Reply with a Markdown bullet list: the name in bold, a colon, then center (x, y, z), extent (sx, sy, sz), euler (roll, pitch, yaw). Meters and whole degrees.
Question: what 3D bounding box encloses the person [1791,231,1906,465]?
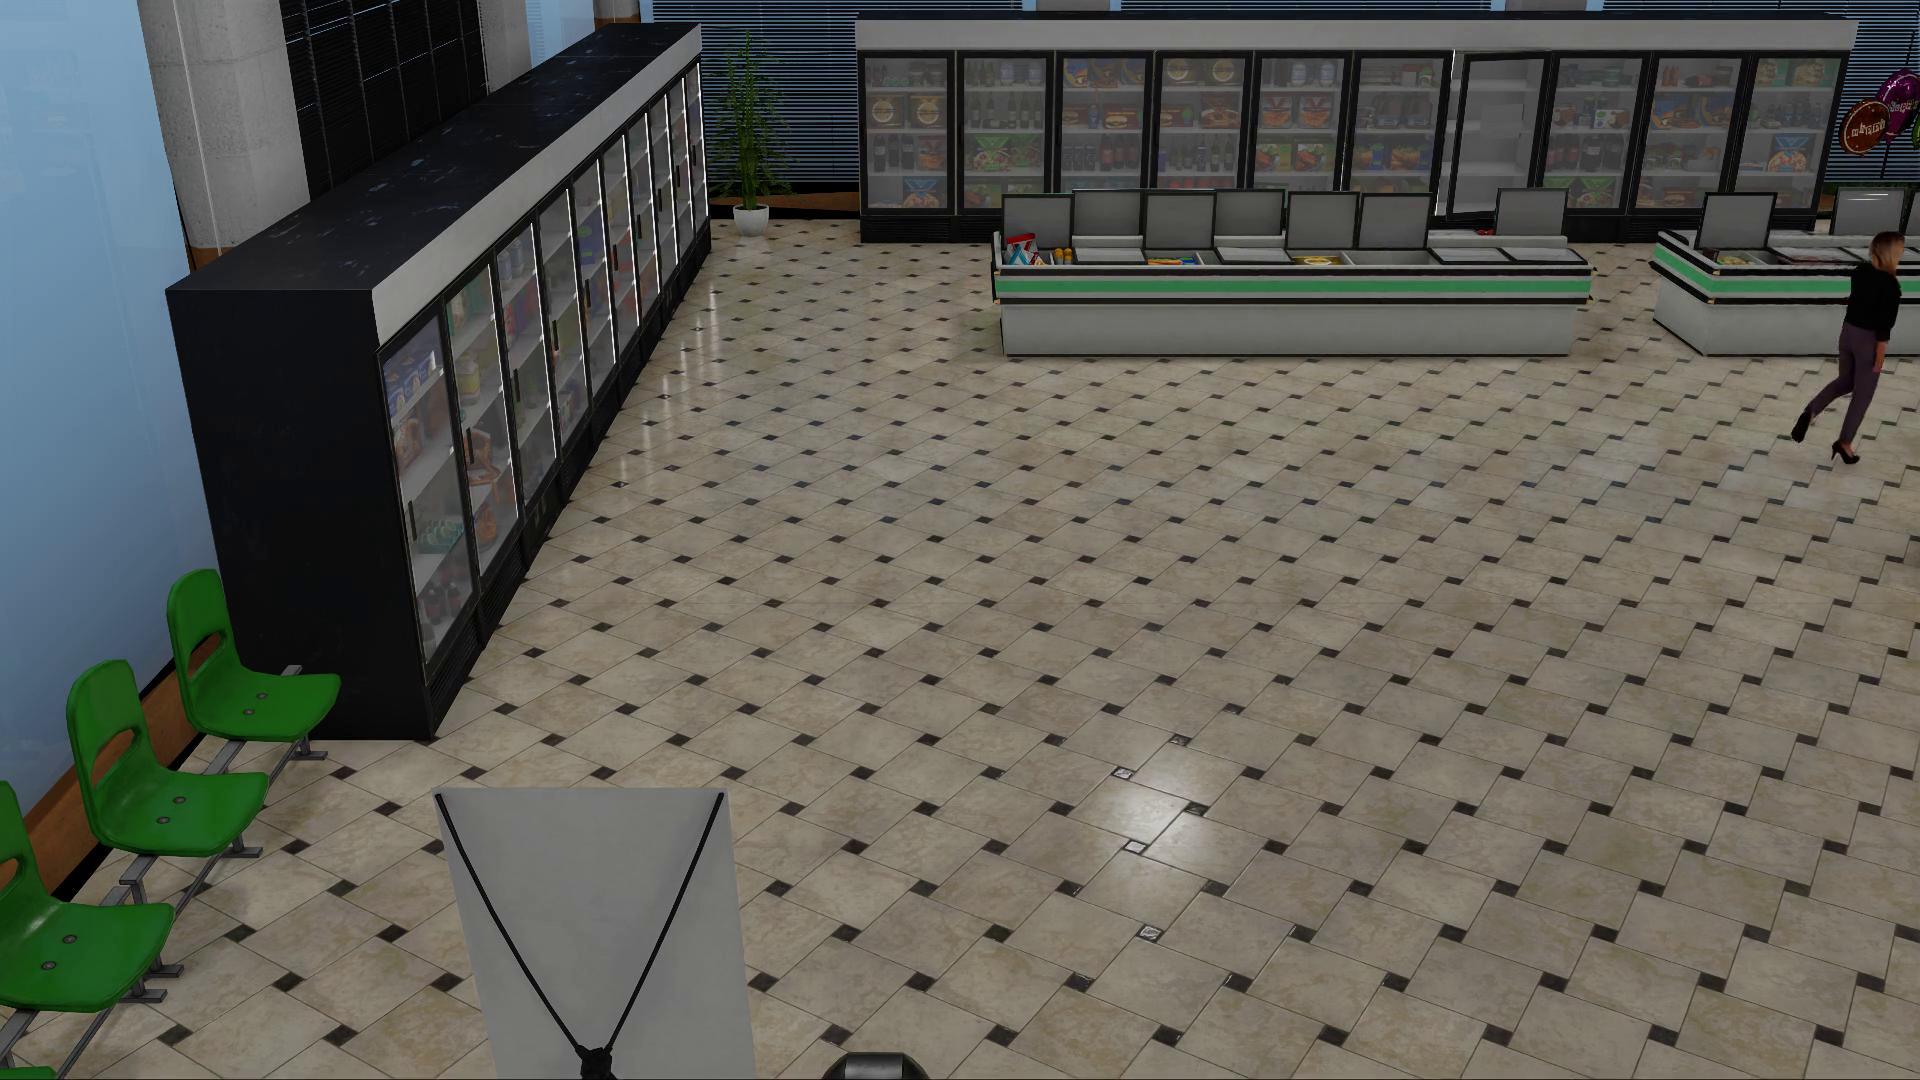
- **person**: center (6.137, -1.308, 11.484), extent (0.814, 1.660, 0.685), euler (-4, 24, -9)
